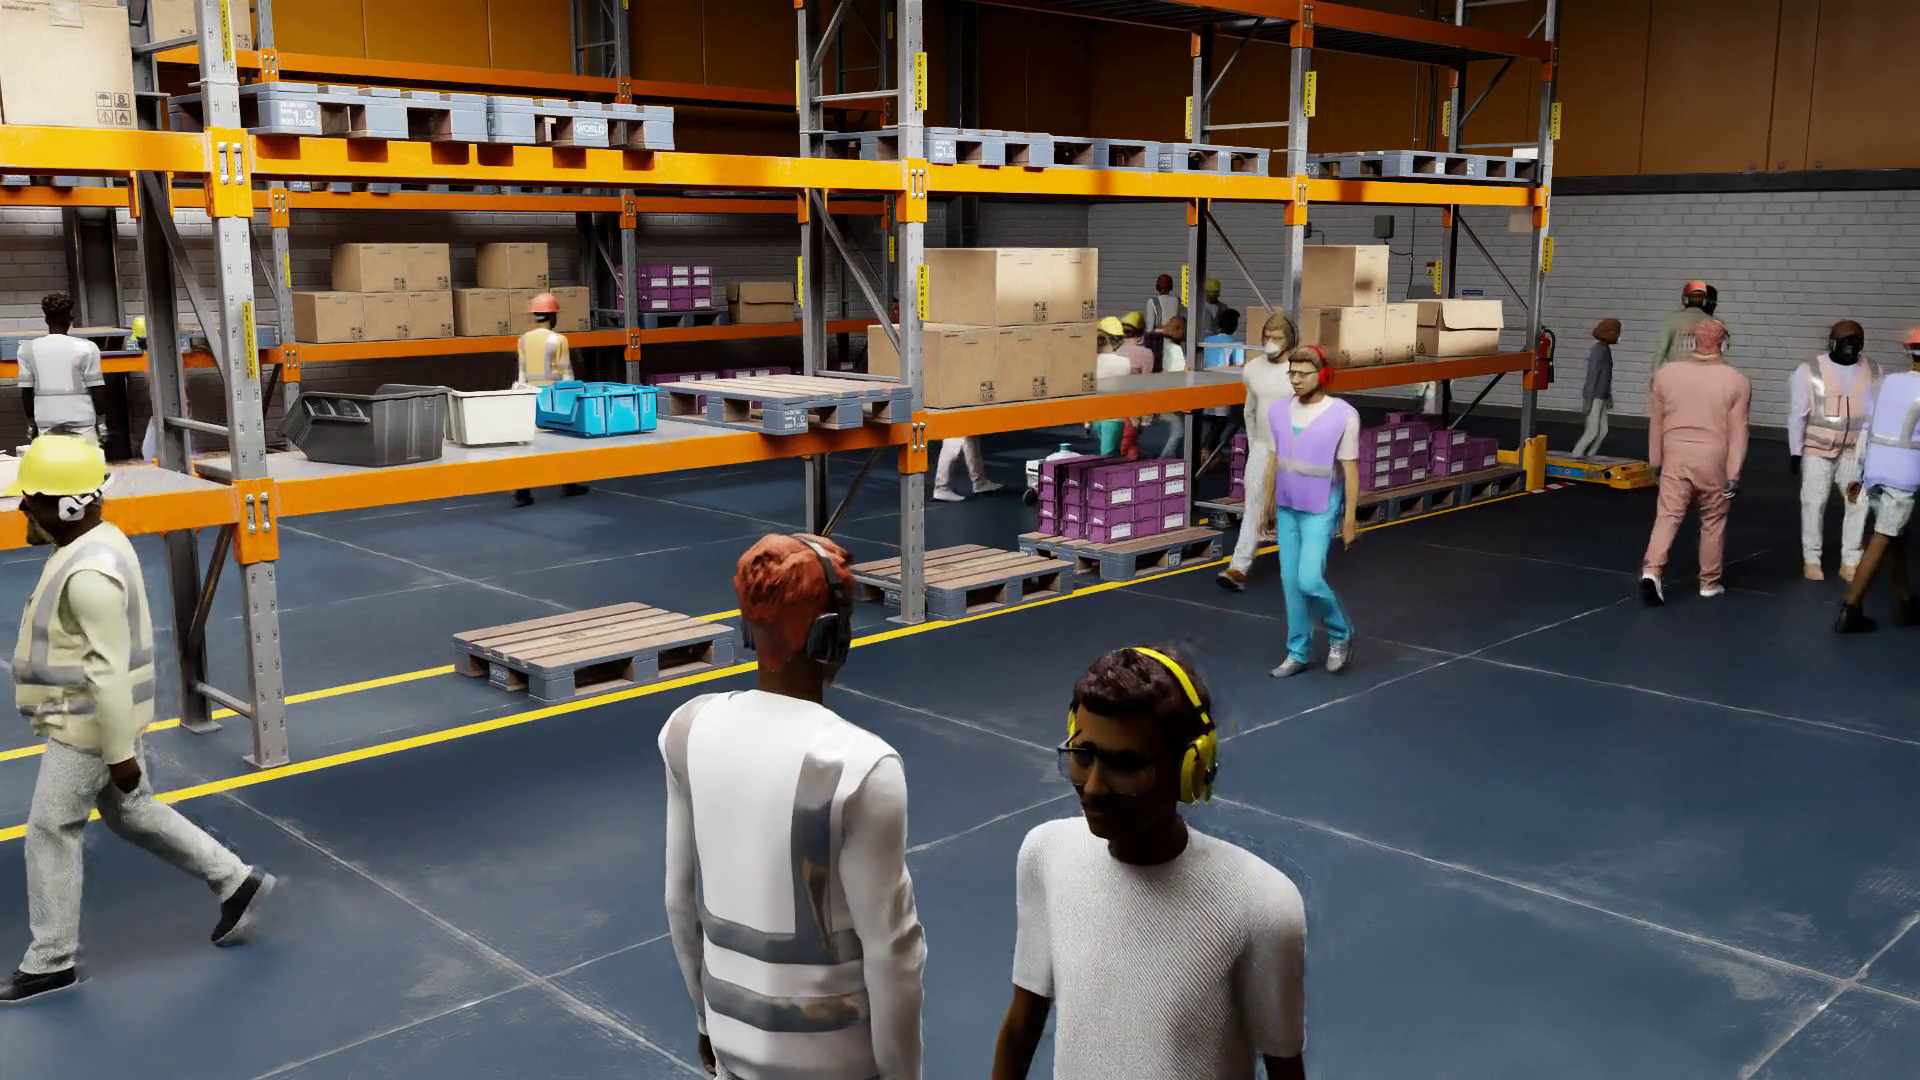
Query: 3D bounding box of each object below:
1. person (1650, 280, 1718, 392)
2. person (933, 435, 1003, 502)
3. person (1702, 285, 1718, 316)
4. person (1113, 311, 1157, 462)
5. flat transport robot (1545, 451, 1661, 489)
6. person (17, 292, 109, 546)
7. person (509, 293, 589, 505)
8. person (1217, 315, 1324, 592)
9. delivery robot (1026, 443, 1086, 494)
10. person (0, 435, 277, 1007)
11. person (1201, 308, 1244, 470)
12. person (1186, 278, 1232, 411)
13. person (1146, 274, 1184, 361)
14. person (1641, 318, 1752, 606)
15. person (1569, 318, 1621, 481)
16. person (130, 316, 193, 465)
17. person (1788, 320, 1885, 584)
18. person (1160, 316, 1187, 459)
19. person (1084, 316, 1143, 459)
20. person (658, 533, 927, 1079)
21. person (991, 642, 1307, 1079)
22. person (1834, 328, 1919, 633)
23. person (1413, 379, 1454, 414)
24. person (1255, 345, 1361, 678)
[{"bbox_3d":[7.252,-1.599,16.593,0.664,1.952,0.684,1,10,6],"label":"person"},{"bbox_3d":[0.114,-1.290,15.106,0.897,1.877,0.639,-4,11,-22],"label":"person"},{"bbox_3d":[7.649,-1.695,17.293,0.529,1.893,0.583,5,11,24],"label":"person"},{"bbox_3d":[1.482,-1.219,15.140,0.876,1.728,0.513,-8,13,-38],"label":"person"},{"bbox_3d":[6.117,-0.703,16.306,0.652,0.197,1.431,-8,13,-36],"label":"flat transport robot"},{"bbox_3d":[-6.946,-0.932,12.927,0.608,1.966,0.372,-2,11,-10],"label":"person"},{"bbox_3d":[-3.755,-1.275,15.003,0.553,1.900,0.988,7,12,32],"label":"person"},{"bbox_3d":[2.148,-0.583,11.268,0.634,1.866,1.083,9,13,39],"label":"person"},{"bbox_3d":[0.940,-0.616,14.802,0.707,0.478,0.477,-7,12,-33],"label":"delivery robot"},{"bbox_3d":[-2.714,0.545,5.335,0.841,1.802,0.590,-5,11,-23],"label":"person"},{"bbox_3d":[2.655,-1.563,17.195,0.734,1.668,0.547,-10,14,-44],"label":"person"},{"bbox_3d":[3.461,-2.666,22.798,0.614,1.807,0.669,-4,11,-18],"label":"person"},{"bbox_3d":[2.761,-2.641,22.474,0.584,1.882,0.337,-4,11,-22],"label":"person"},{"bbox_3d":[4.793,-0.504,10.863,0.653,1.881,0.894,9,14,40],"label":"person"},{"bbox_3d":[6.229,-1.386,16.403,0.446,1.607,0.556,6,12,30],"label":"person"},{"bbox_3d":[-6.941,-1.075,14.367,0.720,1.714,0.593,-8,13,-37],"label":"person"},{"bbox_3d":[6.056,-0.594,11.481,0.639,1.826,0.609,2,11,11],"label":"person"},{"bbox_3d":[2.113,-1.364,16.202,0.329,1.627,0.545,2,11,10],"label":"person"},{"bbox_3d":[1.241,-1.021,14.048,0.848,1.731,0.529,-6,12,-30],"label":"person"},{"bbox_3d":[-0.288,0.918,3.070,0.572,1.884,0.356,8,13,36],"label":"person"},{"bbox_3d":[0.289,1.038,2.607,0.554,1.820,1.001,9,14,41],"label":"person"},{"bbox_3d":[5.733,-0.357,10.030,0.893,1.874,0.566,-3,11,-14],"label":"person"},{"bbox_3d":[4.830,-1.522,17.185,0.617,1.591,0.522,10,14,43],"label":"person"},{"bbox_3d":[1.883,-0.142,9.014,0.433,1.827,0.570,-8,13,-38],"label":"person"}]
